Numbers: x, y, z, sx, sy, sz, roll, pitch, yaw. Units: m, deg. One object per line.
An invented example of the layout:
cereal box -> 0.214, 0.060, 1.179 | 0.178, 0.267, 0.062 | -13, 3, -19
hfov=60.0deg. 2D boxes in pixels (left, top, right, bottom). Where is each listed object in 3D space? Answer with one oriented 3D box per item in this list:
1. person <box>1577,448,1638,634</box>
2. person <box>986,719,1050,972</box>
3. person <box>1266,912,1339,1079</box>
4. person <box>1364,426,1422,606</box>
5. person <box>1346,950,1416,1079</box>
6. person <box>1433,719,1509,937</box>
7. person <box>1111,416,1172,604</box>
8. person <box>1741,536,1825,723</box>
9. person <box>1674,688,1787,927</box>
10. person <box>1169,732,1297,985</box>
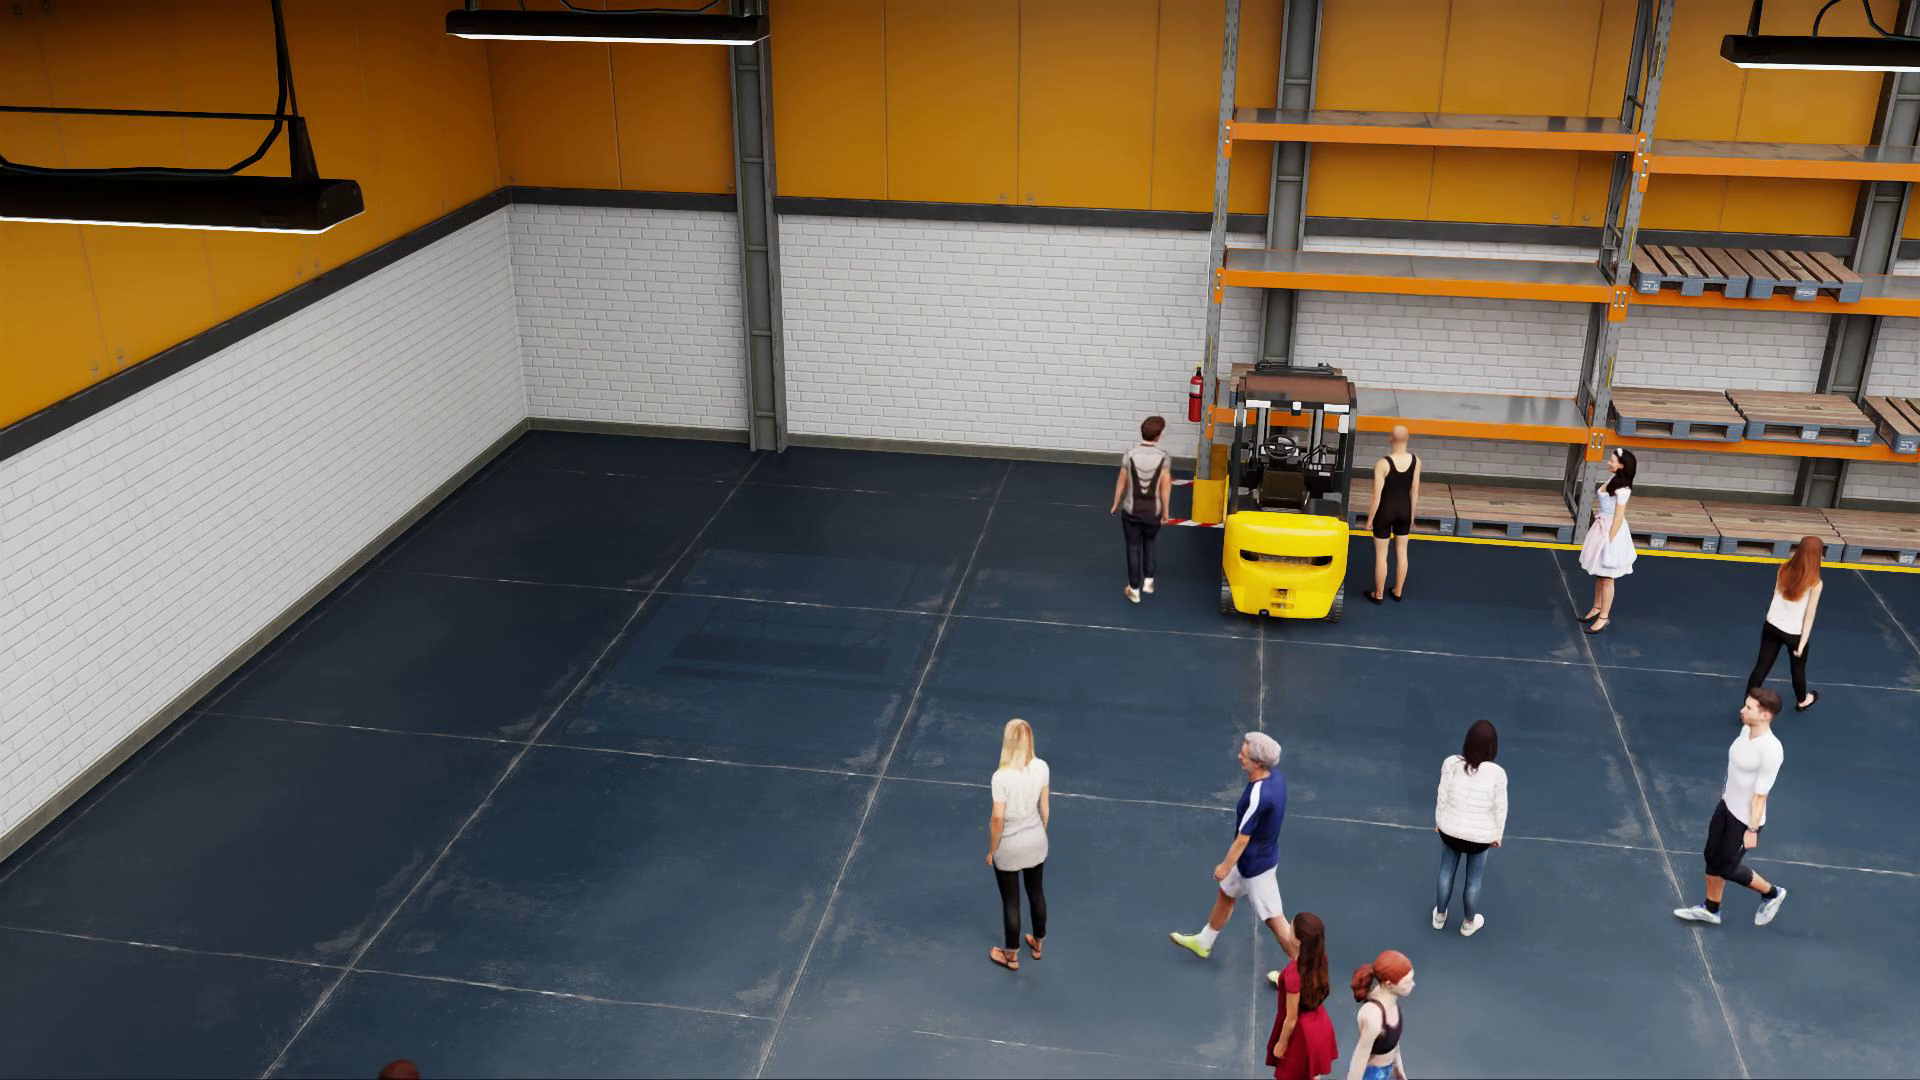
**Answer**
person -> 6.047, 0.003, 15.506 | 0.714, 1.818, 0.692 | 3, 24, 7
person -> 0.395, 2.000, 10.929 | 0.672, 1.824, 0.751 | -13, 27, -27
person -> 1.946, 2.786, 9.471 | 0.730, 1.552, 0.669 | 21, 31, 39
person -> 4.186, -0.239, 16.066 | 0.608, 1.813, 0.773 | -6, 24, -13
person -> 2.099, 2.920, 8.933 | 1.226, 1.738, 0.719 | 9, 25, 20
person -> 3.449, 1.944, 11.292 | 0.594, 1.638, 0.741 | 12, 26, 26
person -> 1.780, -0.249, 16.020 | 0.688, 1.868, 0.832 | -3, 24, -6
person -> 6.828, 0.791, 13.870 | 1.088, 1.684, 1.009 | -15, 28, -30
person -> 5.369, 1.849, 11.264 | 0.945, 1.832, 0.742 | 1, 24, 3
person -> 2.000, 2.102, 10.737 | 1.219, 1.791, 0.740 | 7, 24, 15
